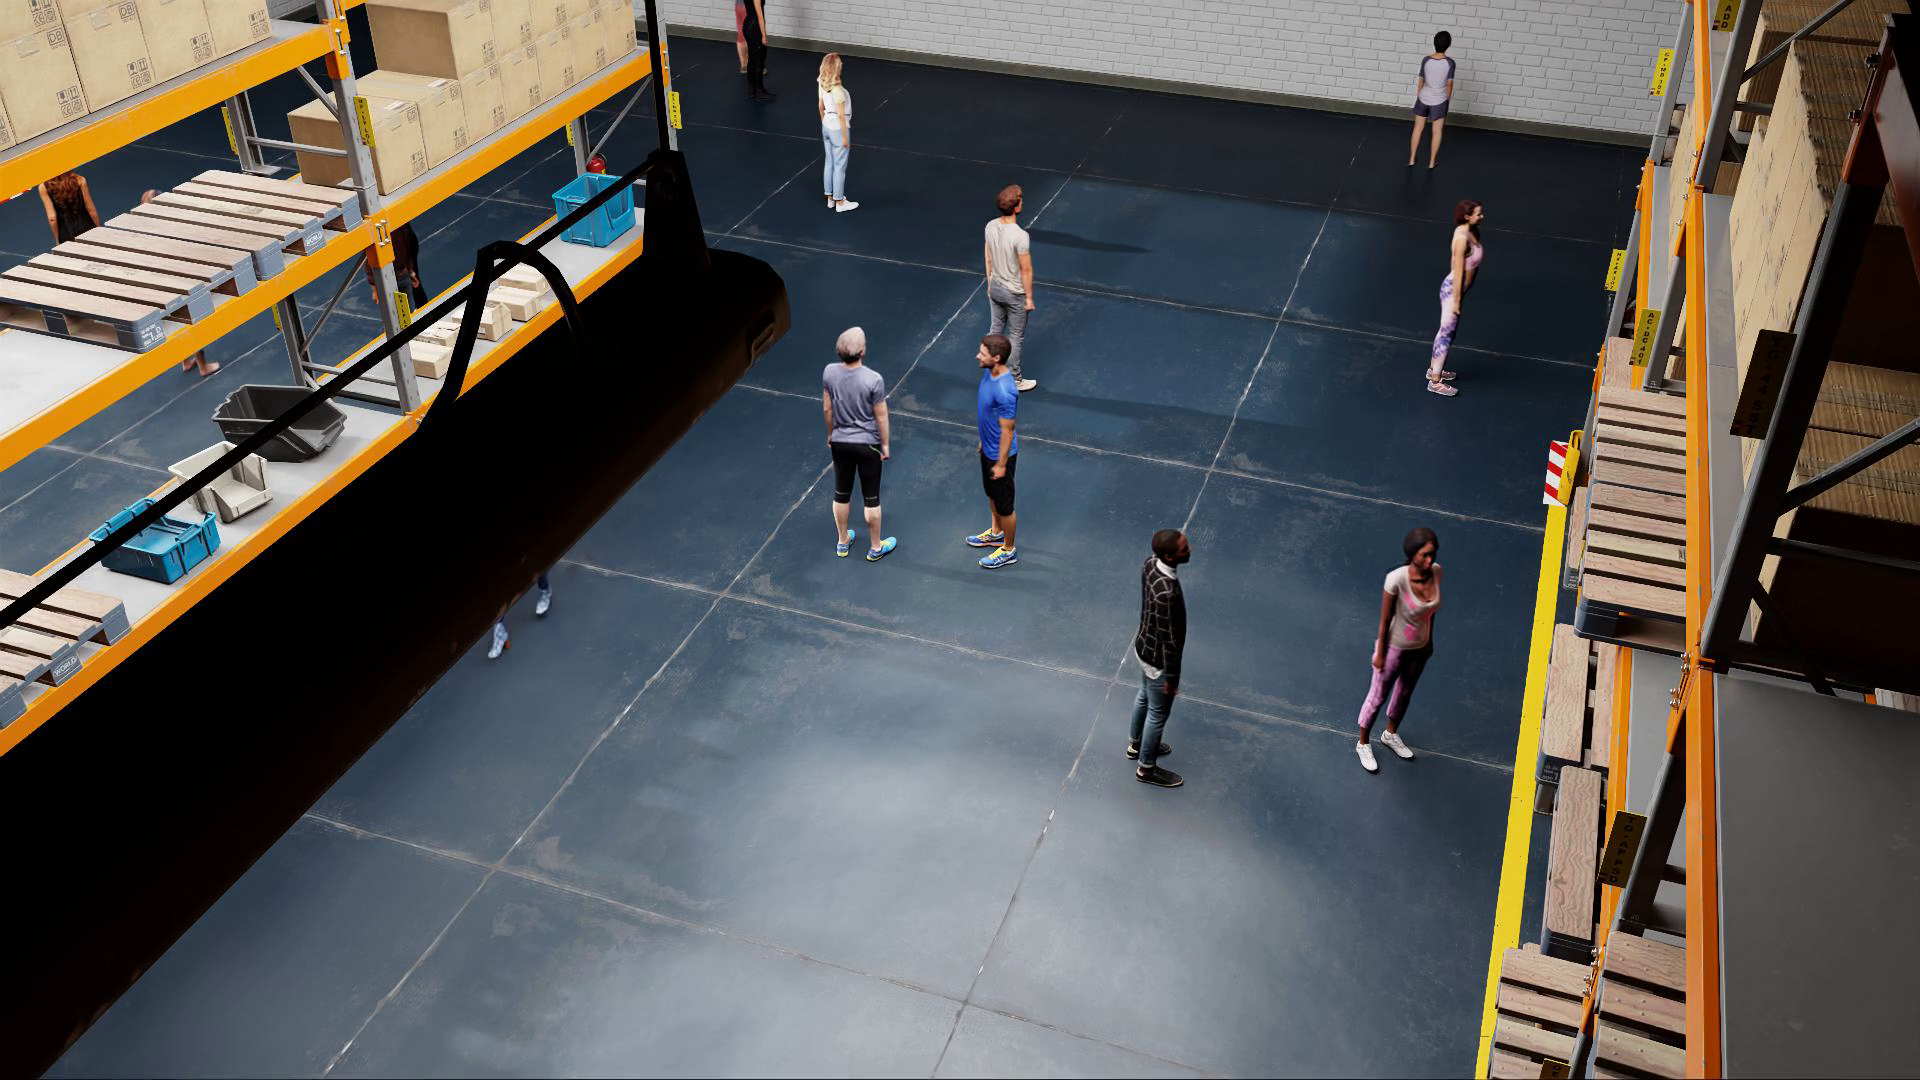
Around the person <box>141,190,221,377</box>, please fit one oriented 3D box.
[{"bbox_3d":[-6.982,-2.271,14.788,0.586,1.732,0.526,11,35,16],"label":"person"}]

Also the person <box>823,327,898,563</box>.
[{"bbox_3d":[-0.764,-0.706,12.293,0.652,1.888,0.563,12,35,18],"label":"person"}]

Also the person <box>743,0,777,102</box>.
[{"bbox_3d":[-2.597,-6.443,21.103,0.724,1.688,0.681,-18,38,-25],"label":"person"}]

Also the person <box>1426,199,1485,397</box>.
[{"bbox_3d":[4.348,-2.150,14.575,0.664,1.766,0.473,9,35,13],"label":"person"}]

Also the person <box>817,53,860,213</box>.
[{"bbox_3d":[-1.354,-4.419,18.027,0.730,1.723,0.712,-22,40,-30],"label":"person"}]

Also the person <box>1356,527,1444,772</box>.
[{"bbox_3d":[2.762,0.663,10.364,0.651,1.741,0.709,-14,36,-20],"label":"person"}]

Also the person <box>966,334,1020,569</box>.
[{"bbox_3d":[0.283,-0.672,12.259,0.763,1.868,0.673,-9,35,-13],"label":"person"}]

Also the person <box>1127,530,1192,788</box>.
[{"bbox_3d":[1.213,0.699,10.238,0.801,1.821,0.662,-4,34,-6],"label":"person"}]

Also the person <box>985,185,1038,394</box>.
[{"bbox_3d":[0.423,-2.183,14.504,0.724,1.899,0.691,26,41,33],"label":"person"}]

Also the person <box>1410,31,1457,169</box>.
[{"bbox_3d":[5.460,-5.082,19.168,0.586,1.564,0.575,18,38,25],"label":"person"}]

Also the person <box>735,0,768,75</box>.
[{"bbox_3d":[-2.825,-6.976,21.940,0.681,1.651,0.663,-26,42,-34],"label":"person"}]
